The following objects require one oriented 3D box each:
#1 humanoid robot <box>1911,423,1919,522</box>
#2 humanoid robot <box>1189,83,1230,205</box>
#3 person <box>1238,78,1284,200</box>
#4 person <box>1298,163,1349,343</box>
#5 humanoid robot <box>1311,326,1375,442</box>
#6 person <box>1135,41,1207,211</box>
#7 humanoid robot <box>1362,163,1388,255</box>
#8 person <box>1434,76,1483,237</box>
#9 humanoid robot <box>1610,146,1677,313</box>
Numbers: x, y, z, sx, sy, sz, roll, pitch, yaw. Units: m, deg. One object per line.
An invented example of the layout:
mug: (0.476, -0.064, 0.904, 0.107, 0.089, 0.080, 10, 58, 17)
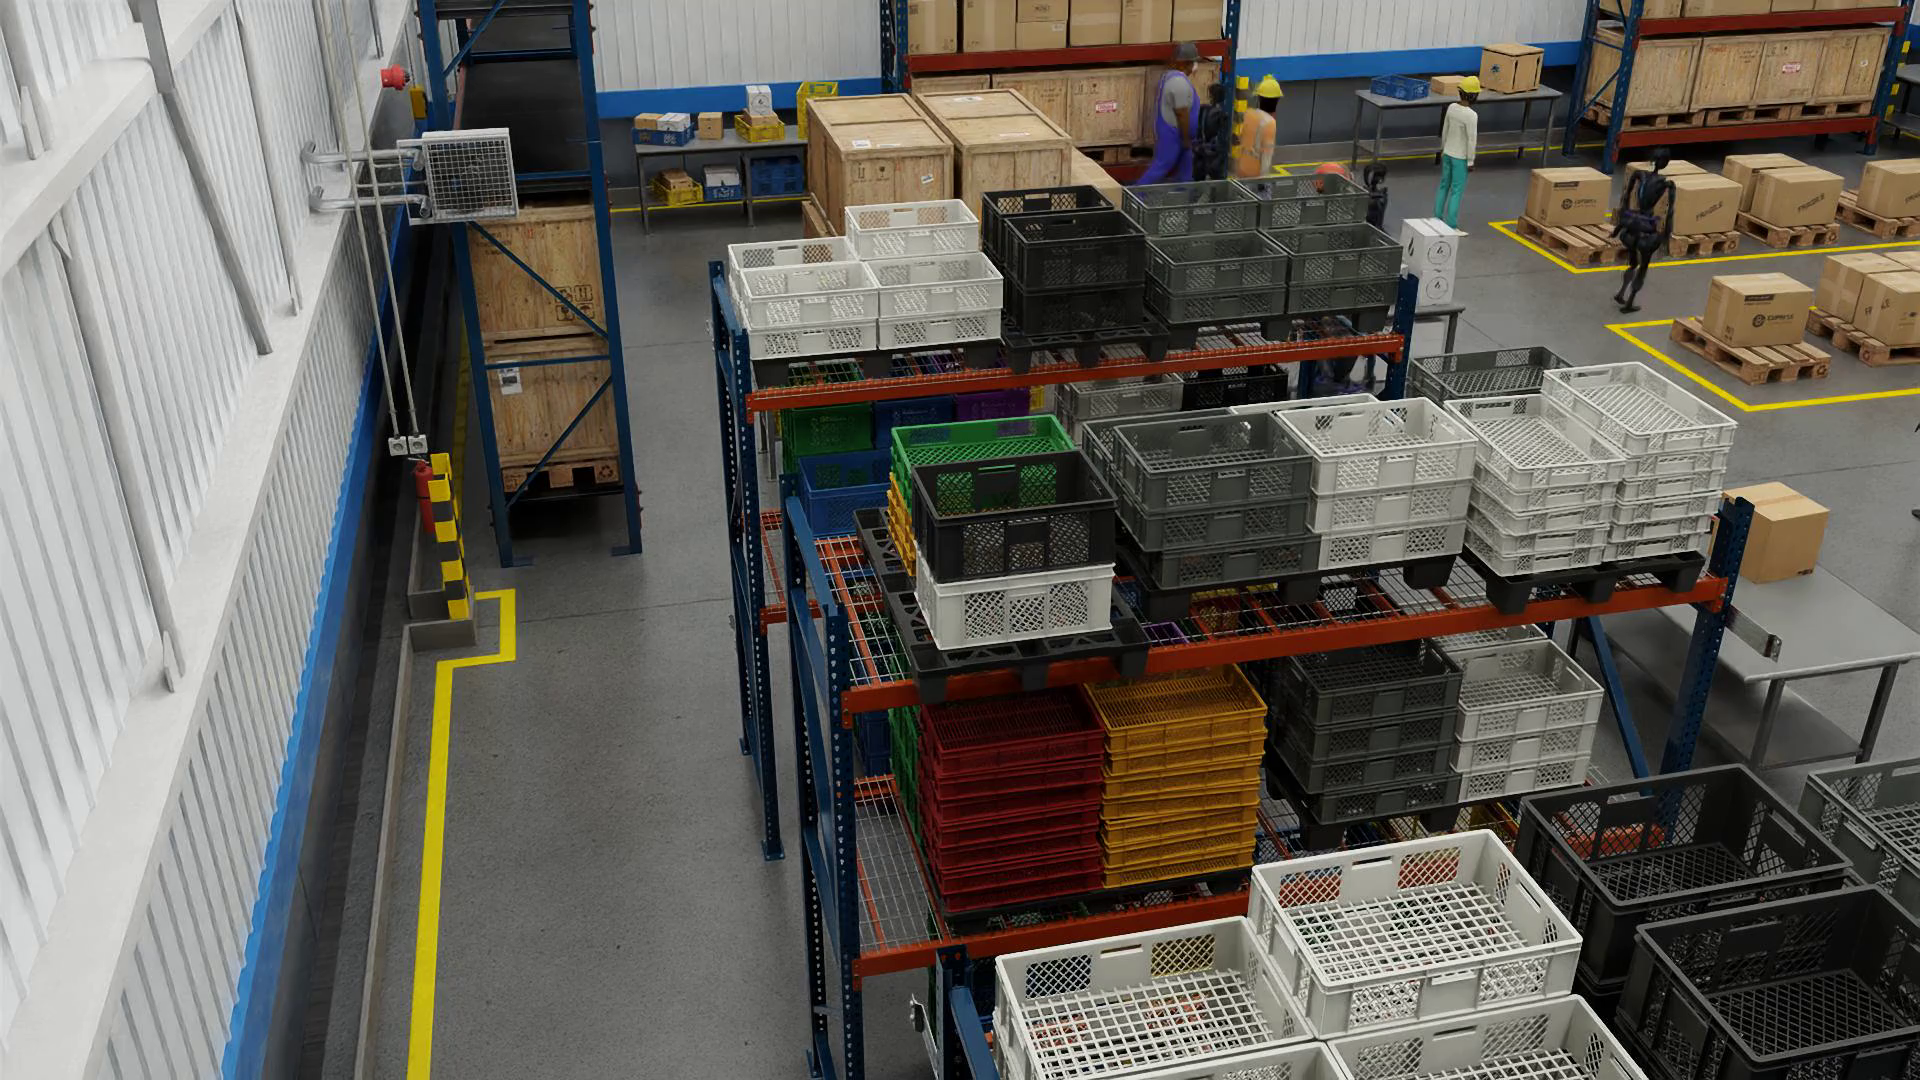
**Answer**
humanoid robot: (7.400, -0.894, 12.217, 0.593, 1.657, 0.326, 9, 29, 17)
humanoid robot: (2.750, -4.332, 18.761, 0.541, 1.637, 0.605, -18, 33, -30)
person: (3.169, -3.968, 17.810, 0.485, 1.913, 0.590, -11, 30, -19)
person: (3.183, -2.376, 14.734, 0.665, 1.962, 0.629, -3, 28, -5)
humanoid robot: (2.867, -1.045, 12.514, 0.588, 1.656, 0.392, 23, 35, 36)
person: (2.407, -4.763, 19.184, 0.983, 2.000, 0.673, 2, 28, 4)
humanoid robot: (3.839, -2.748, 15.745, 0.336, 1.657, 0.631, -4, 28, -8)
person: (5.574, -4.282, 18.563, 0.314, 1.767, 0.534, -10, 29, -18)
humanoid robot: (6.699, -3.051, 16.319, 0.369, 1.644, 0.600, -16, 32, -27)
